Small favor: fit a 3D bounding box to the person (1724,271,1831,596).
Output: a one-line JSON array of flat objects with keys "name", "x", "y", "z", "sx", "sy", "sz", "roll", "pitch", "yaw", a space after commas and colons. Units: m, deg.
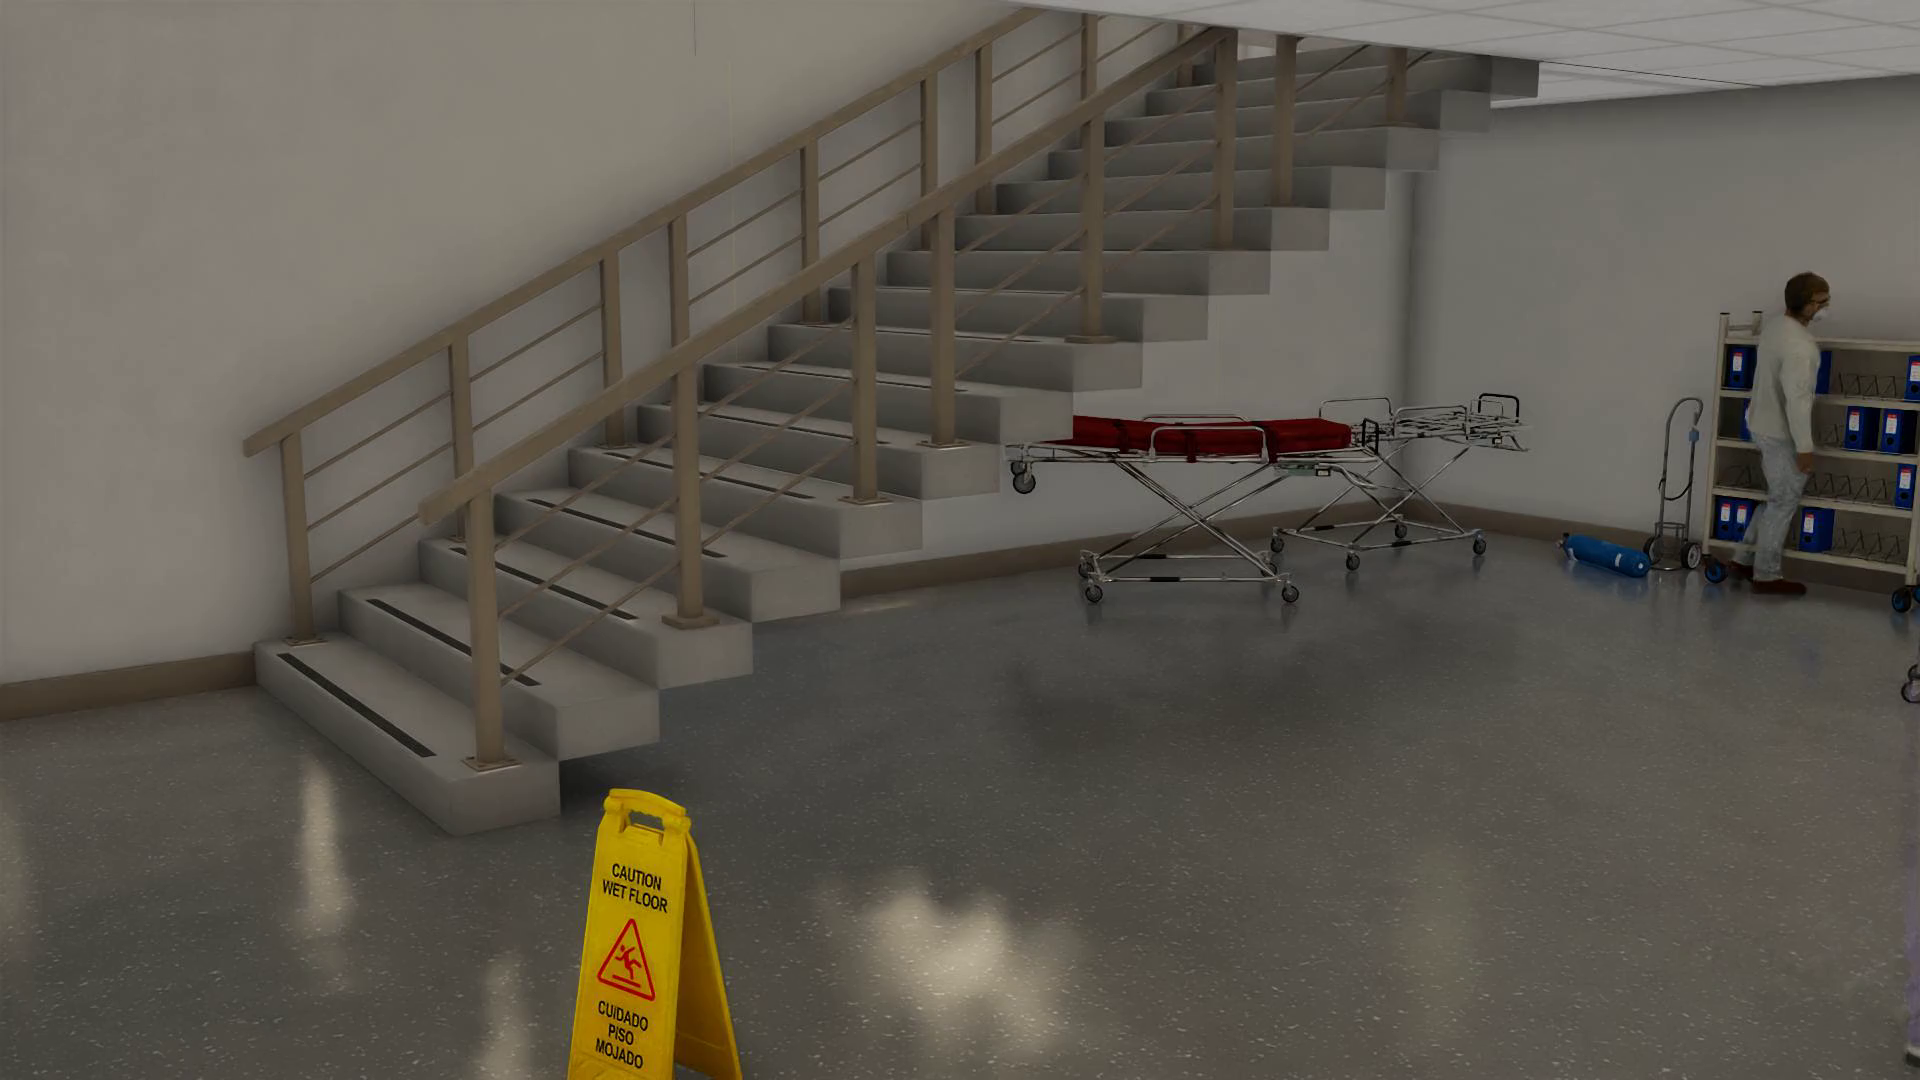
[{"name": "person", "x": 4.805, "y": -0.607, "z": 9.716, "sx": 0.383, "sy": 1.923, "sz": 0.671, "roll": 2, "pitch": 10, "yaw": 12}]
